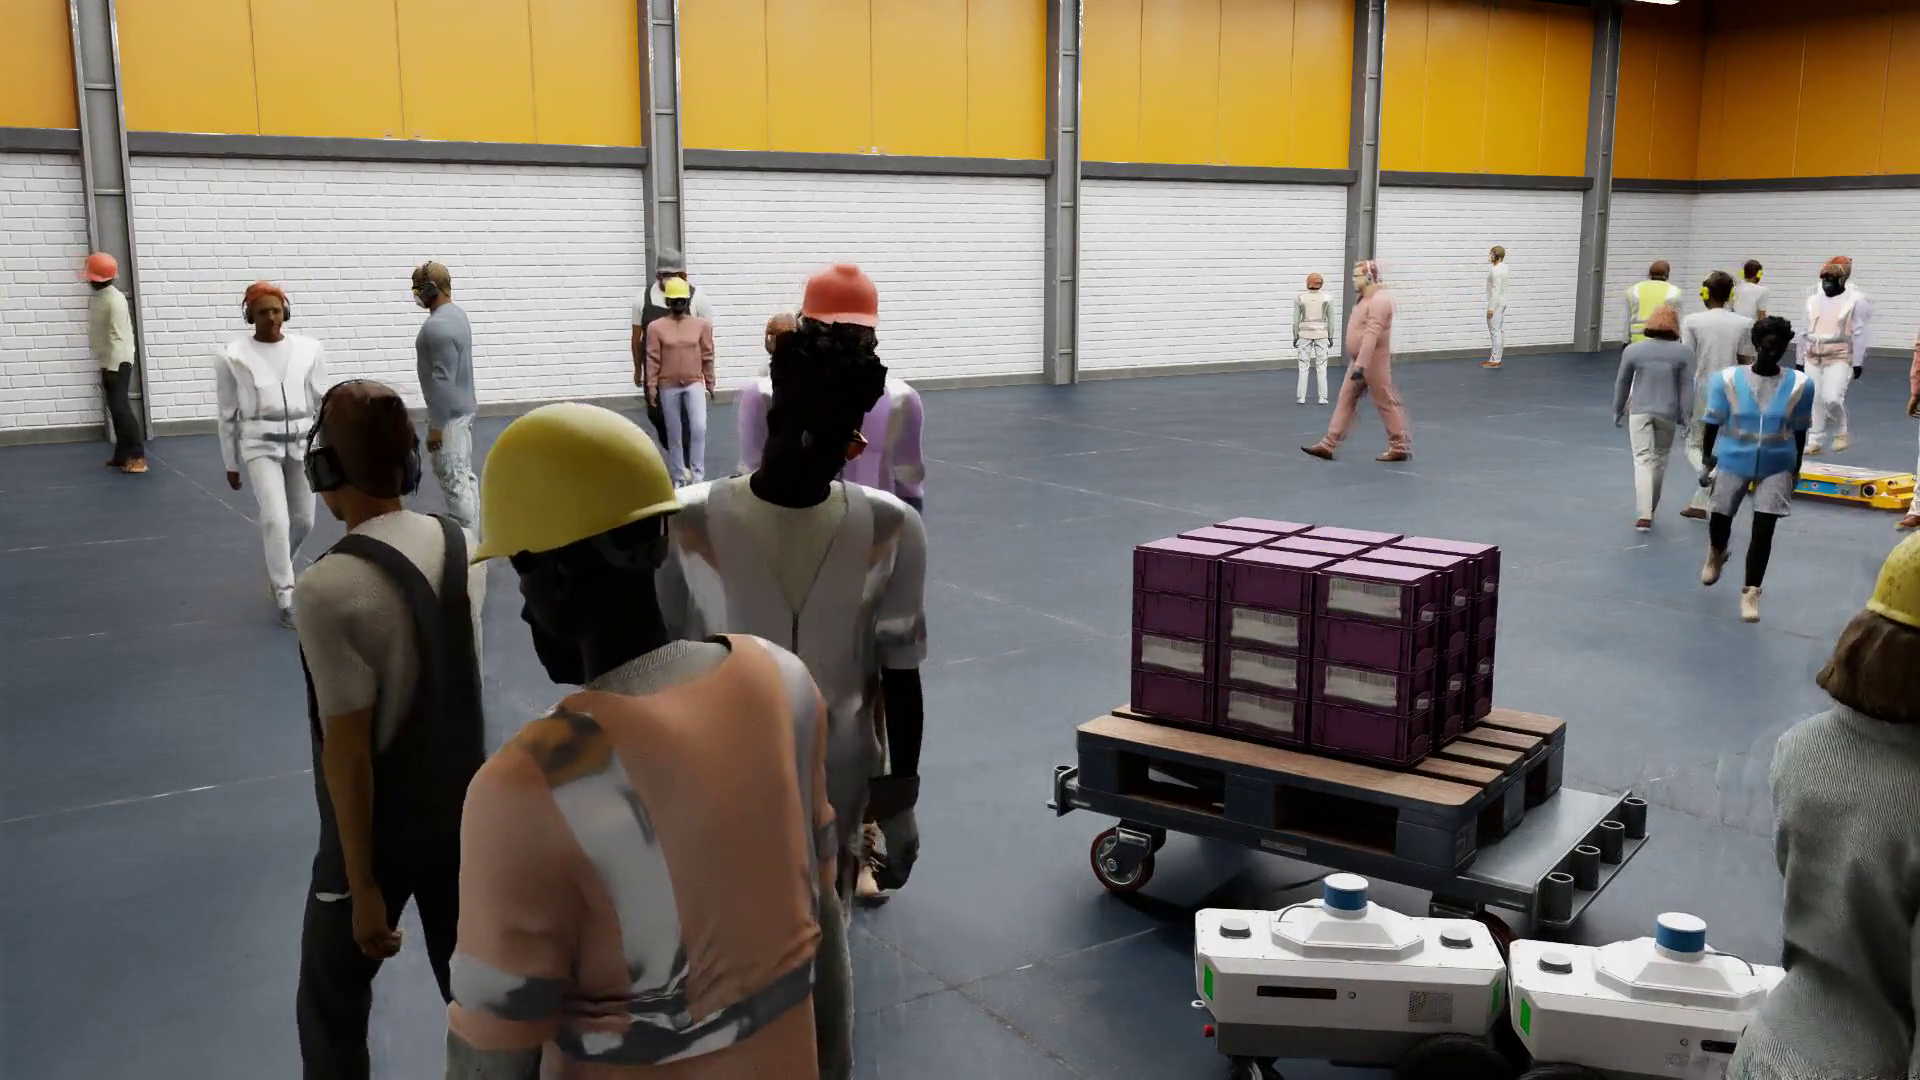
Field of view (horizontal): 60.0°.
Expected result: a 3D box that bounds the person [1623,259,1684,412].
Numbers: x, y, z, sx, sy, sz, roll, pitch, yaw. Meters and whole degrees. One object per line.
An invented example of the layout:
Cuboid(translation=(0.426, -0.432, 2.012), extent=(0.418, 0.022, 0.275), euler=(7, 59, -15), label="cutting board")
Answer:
Cuboid(translation=(7.785, -2.237, 18.731), extent=(0.641, 1.824, 0.574), euler=(7, 12, 32), label="person")

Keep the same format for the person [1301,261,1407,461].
Cuboid(translation=(3.725, -1.641, 15.373), extent=(0.981, 1.853, 0.652), euler=(-1, 10, -6), label="person")

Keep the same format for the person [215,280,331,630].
Cuboid(translation=(-3.731, -0.483, 9.043), extent=(0.578, 1.859, 0.822), euler=(-9, 14, -41), label="person")

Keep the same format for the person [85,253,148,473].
Cuboid(translation=(-7.517, -1.562, 14.734), extent=(0.383, 1.943, 0.721), euler=(-8, 13, -38), label="person")

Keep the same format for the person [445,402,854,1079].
Cuboid(translation=(-0.446, 0.756, 2.200), extent=(1.006, 1.863, 0.607), euler=(6, 12, 28), label="person")

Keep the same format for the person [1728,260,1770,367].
Cuboid(translation=(9.157, -2.332, 19.301), extent=(1.008, 1.807, 0.517), euler=(-9, 13, -39), label="person")

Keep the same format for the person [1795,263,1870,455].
Cuboid(translation=(8.246, -1.705, 15.803), extent=(0.444, 1.824, 0.647), euler=(-6, 12, -29), label="person")

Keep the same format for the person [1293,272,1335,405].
Cuboid(translation=(4.383, -2.492, 20.634), extent=(0.513, 1.640, 0.309), euler=(3, 11, 14), label="person")

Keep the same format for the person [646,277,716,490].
Cuboid(translation=(-2.226, -1.217, 13.321), extent=(0.556, 1.743, 0.622), euler=(-3, 11, -14), label="person")

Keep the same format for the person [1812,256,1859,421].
Cuboid(translation=(9.834, -2.258, 18.737), extent=(0.553, 1.864, 0.596), euler=(-6, 12, -30), label="person")

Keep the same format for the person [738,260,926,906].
Cuboid(translation=(-0.427, 0.102, 5.433), extent=(0.615, 2.015, 0.857), euler=(-3, 11, -14), label="person")

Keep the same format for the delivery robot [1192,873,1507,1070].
Cuboid(translation=(0.913, 1.042, 3.977), extent=(0.707, 0.478, 0.477), euler=(1, 10, 6), label="delivery robot")

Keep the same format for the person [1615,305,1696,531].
Cuboid(translation=(4.980, -0.886, 11.963), extent=(0.507, 1.585, 0.836), euler=(3, 11, 15), label="person")

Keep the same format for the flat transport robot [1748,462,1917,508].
Cuboid(translation=(6.965, -0.463, 13.265), extent=(0.652, 0.197, 1.431), euler=(-7, 12, -33), label="flat transport robot")

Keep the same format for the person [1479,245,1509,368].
Cuboid(translation=(8.506, -3.699, 26.432), extent=(0.372, 1.940, 0.631), euler=(5, 12, 26), label="person")

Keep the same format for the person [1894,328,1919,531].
Cuboid(translation=(6.913, -1.018, 11.577), extent=(0.376, 1.995, 0.609), euler=(-7, 12, -33), label="person")

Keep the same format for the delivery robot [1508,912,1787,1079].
Cuboid(translation=(1.610, 1.084, 3.746), extent=(0.707, 0.478, 0.477), euler=(3, 11, 15), label="delivery robot")

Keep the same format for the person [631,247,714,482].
Cuboid(translation=(-2.464, -1.541, 14.319), extent=(0.716, 2.000, 0.756), euler=(1, 10, 3), label="person")

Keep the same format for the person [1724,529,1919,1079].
Cuboid(translation=(1.352, 0.810, 2.341), extent=(0.804, 1.707, 0.500), euler=(-2, 10, -10), label="person")

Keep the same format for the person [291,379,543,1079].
Cuboid(translation=(-1.045, 0.586, 3.310), extent=(0.839, 1.811, 0.515), euler=(5, 11, 25), label="person")

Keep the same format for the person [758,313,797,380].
Cuboid(translation=(-1.021, -0.633, 10.537), extent=(0.503, 1.601, 0.768), euler=(-7, 13, -35), label="person")

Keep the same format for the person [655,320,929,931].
Cuboid(translation=(-0.373, 0.529, 3.340), extent=(0.691, 1.905, 0.906), euler=(-3, 11, -17), label="person")

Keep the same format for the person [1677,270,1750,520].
Cuboid(translation=(5.435, -1.015, 11.990), extent=(0.544, 1.842, 0.675), euler=(-1, 10, -5), label="person")

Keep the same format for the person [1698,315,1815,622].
Cuboid(translation=(4.380, -0.423, 9.194), extent=(0.544, 1.667, 0.694), euler=(4, 11, 22), label="person")

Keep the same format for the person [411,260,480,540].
Cuboid(translation=(-3.160, -0.741, 10.231), extent=(0.371, 1.934, 0.627), euler=(-1, 10, -7), label="person")
